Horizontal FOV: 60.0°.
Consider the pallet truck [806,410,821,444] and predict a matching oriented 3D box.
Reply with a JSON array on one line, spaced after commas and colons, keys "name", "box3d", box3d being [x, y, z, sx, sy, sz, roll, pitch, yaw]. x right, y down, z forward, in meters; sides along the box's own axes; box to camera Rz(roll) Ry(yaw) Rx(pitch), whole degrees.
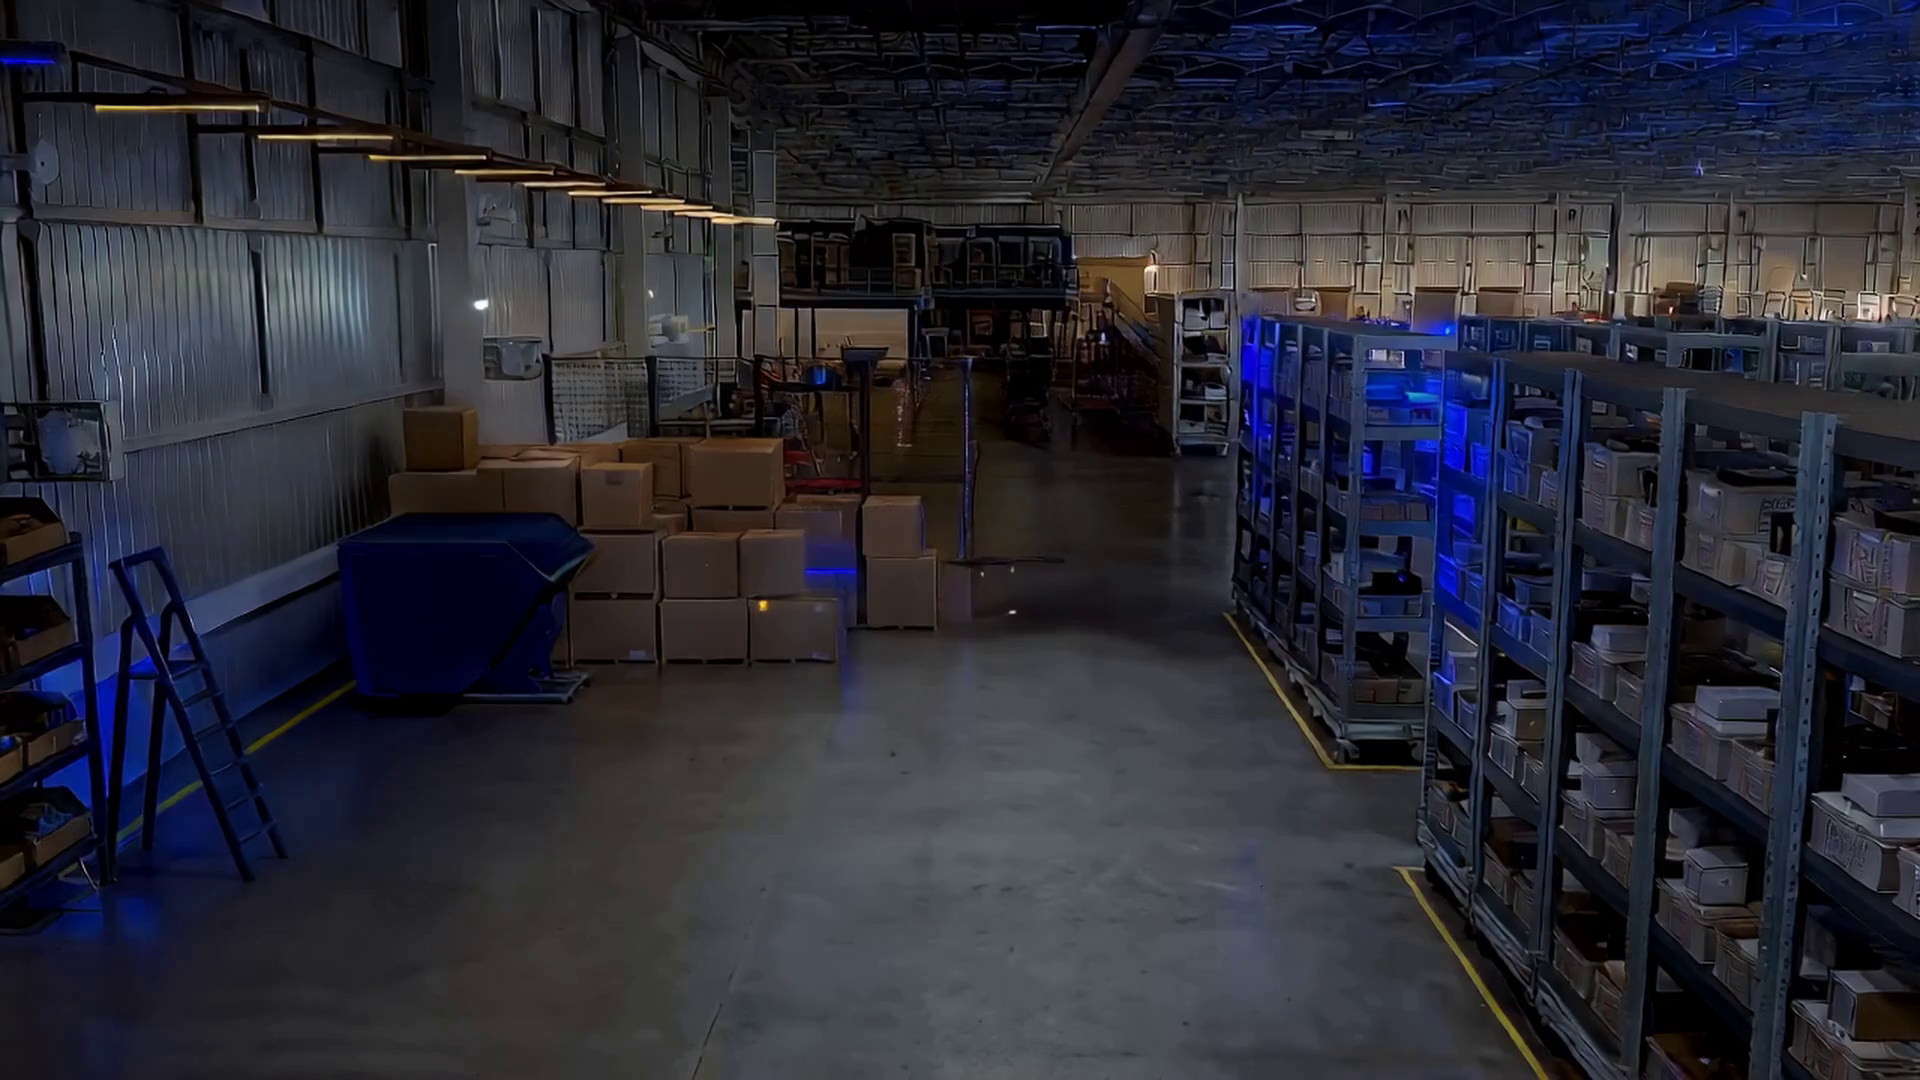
[{"name": "pallet truck", "box3d": [-3.559, -2.018, 33.905, 1.522, 1.261, 0.704, 0, 9, -1]}]

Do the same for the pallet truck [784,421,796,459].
[{"name": "pallet truck", "box3d": [-4.013, -1.793, 32.705, 1.601, 1.201, 0.680, 0, 9, 1]}]

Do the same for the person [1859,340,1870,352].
[{"name": "person", "box3d": [32.112, -6.302, 59.184, 0.842, 1.659, 0.525, -2, 9, -10]}]

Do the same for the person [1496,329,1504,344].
[{"name": "person", "box3d": [21.701, -7.737, 67.218, 0.542, 1.928, 0.375, 5, 11, 30]}]

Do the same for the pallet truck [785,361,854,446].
[{"name": "pallet truck", "box3d": [-3.410, -3.193, 38.978, 1.885, 1.965, 0.823, 0, 9, -1]}]

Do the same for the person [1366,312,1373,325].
[{"name": "person", "box3d": [21.235, -10.855, 86.430, 0.411, 1.937, 0.605, -1, 9, -8]}]

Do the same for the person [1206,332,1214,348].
[{"name": "person", "box3d": [13.049, -10.828, 86.560, 0.587, 1.857, 0.420, 3, 10, 17]}]

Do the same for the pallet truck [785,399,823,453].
[{"name": "pallet truck", "box3d": [-3.814, -2.432, 36.419, 1.630, 1.274, 0.653, 0, 9, 1]}]

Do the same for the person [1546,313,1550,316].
[{"name": "person", "box3d": [31.506, -11.216, 89.050, 0.822, 1.812, 0.642, 6, 11, 34]}]

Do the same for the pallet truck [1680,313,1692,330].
[{"name": "pallet truck", "box3d": [36.315, -10.531, 84.244, 0.823, 1.965, 1.885, -6, 11, -33]}]

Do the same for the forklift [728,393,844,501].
[{"name": "forklift", "box3d": [-2.979, -1.316, 26.476, 2.680, 1.987, 1.157, 0, 9, 1]}]

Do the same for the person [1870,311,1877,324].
[{"name": "person", "box3d": [50.053, -11.588, 91.116, 0.980, 1.884, 0.561, -6, 11, -32]}]

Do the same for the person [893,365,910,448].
[{"name": "person", "box3d": [-1.352, -3.112, 38.757, 0.409, 1.908, 0.639, 0, 9, 3]}]

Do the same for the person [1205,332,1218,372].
[{"name": "person", "box3d": [10.366, -7.643, 67.226, 0.811, 1.733, 0.521, 2, 9, 9]}]

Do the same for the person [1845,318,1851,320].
[{"name": "person", "box3d": [41.503, -9.466, 77.927, 0.621, 1.908, 0.442, -2, 9, -13]}]

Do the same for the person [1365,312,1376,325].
[{"name": "person", "box3d": [22.922, -11.829, 92.804, 0.647, 1.818, 0.631, -3, 10, -17]}]

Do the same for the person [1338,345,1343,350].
[{"name": "person", "box3d": [15.034, -7.430, 65.509, 0.310, 1.868, 0.534, -2, 9, -12]}]

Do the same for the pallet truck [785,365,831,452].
[{"name": "pallet truck", "box3d": [-3.774, -2.976, 37.635, 1.885, 1.965, 0.823, 1, 9, 5]}]

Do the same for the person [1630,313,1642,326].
[{"name": "person", "box3d": [34.642, -10.669, 85.289, 0.377, 1.936, 0.627, -8, 12, -40]}]

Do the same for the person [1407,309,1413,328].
[{"name": "person", "box3d": [25.591, -12.173, 94.624, 0.398, 1.918, 0.587, 5, 11, 29]}]

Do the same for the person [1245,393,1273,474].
[{"name": "person", "box3d": [6.125, -2.307, 33.559, 0.707, 1.993, 0.382, 7, 12, 38]}]

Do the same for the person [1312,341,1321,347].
[{"name": "person", "box3d": [14.314, -7.750, 67.211, 0.634, 1.951, 0.506, -9, 13, -44]}]

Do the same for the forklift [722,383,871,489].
[{"name": "forklift", "box3d": [-2.893, -1.687, 28.729, 2.680, 1.987, 1.157, 0, 9, -1]}]
